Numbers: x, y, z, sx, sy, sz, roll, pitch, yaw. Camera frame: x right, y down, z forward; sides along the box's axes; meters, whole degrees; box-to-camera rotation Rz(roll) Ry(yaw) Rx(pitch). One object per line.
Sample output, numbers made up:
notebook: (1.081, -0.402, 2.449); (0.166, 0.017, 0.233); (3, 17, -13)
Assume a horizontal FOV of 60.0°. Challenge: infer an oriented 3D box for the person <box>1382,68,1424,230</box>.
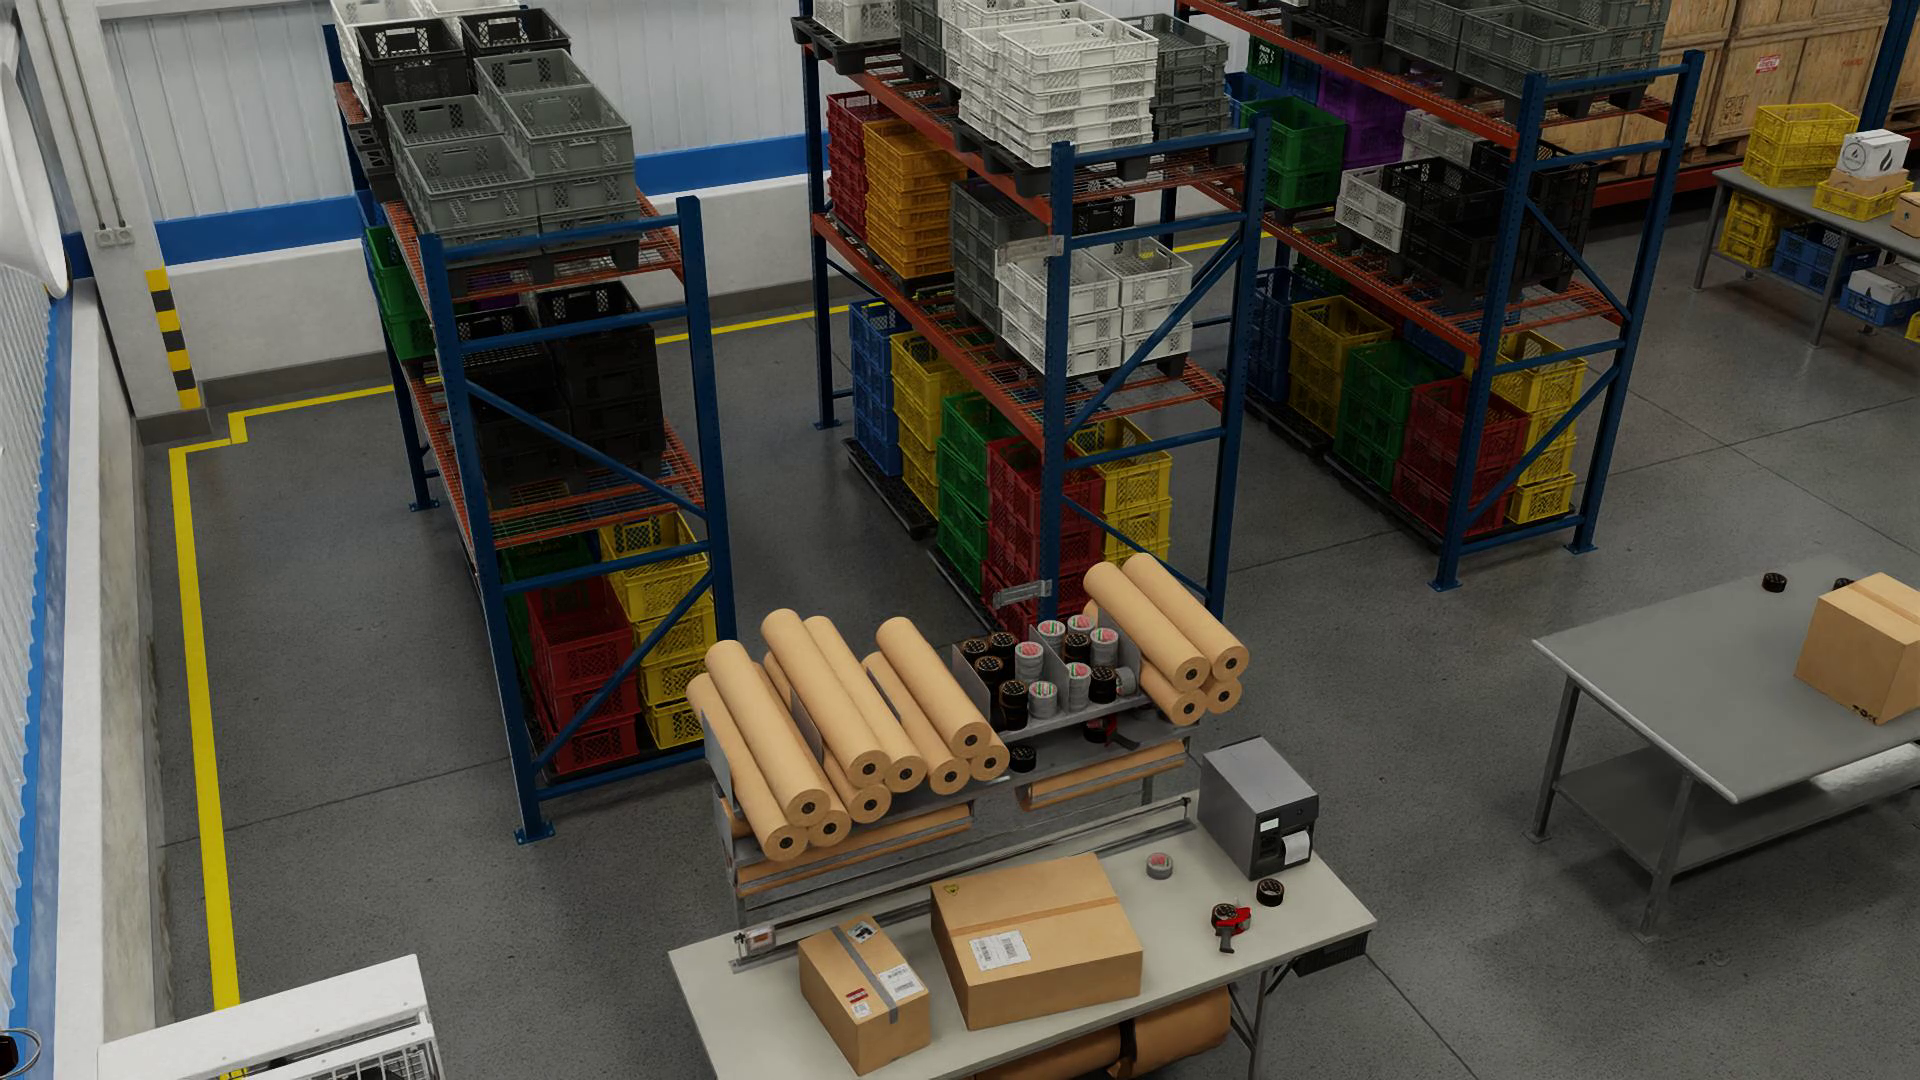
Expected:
person: (3.636, -3.286, 13.749); (0.431, 1.893, 0.730); (14, 34, 21)
